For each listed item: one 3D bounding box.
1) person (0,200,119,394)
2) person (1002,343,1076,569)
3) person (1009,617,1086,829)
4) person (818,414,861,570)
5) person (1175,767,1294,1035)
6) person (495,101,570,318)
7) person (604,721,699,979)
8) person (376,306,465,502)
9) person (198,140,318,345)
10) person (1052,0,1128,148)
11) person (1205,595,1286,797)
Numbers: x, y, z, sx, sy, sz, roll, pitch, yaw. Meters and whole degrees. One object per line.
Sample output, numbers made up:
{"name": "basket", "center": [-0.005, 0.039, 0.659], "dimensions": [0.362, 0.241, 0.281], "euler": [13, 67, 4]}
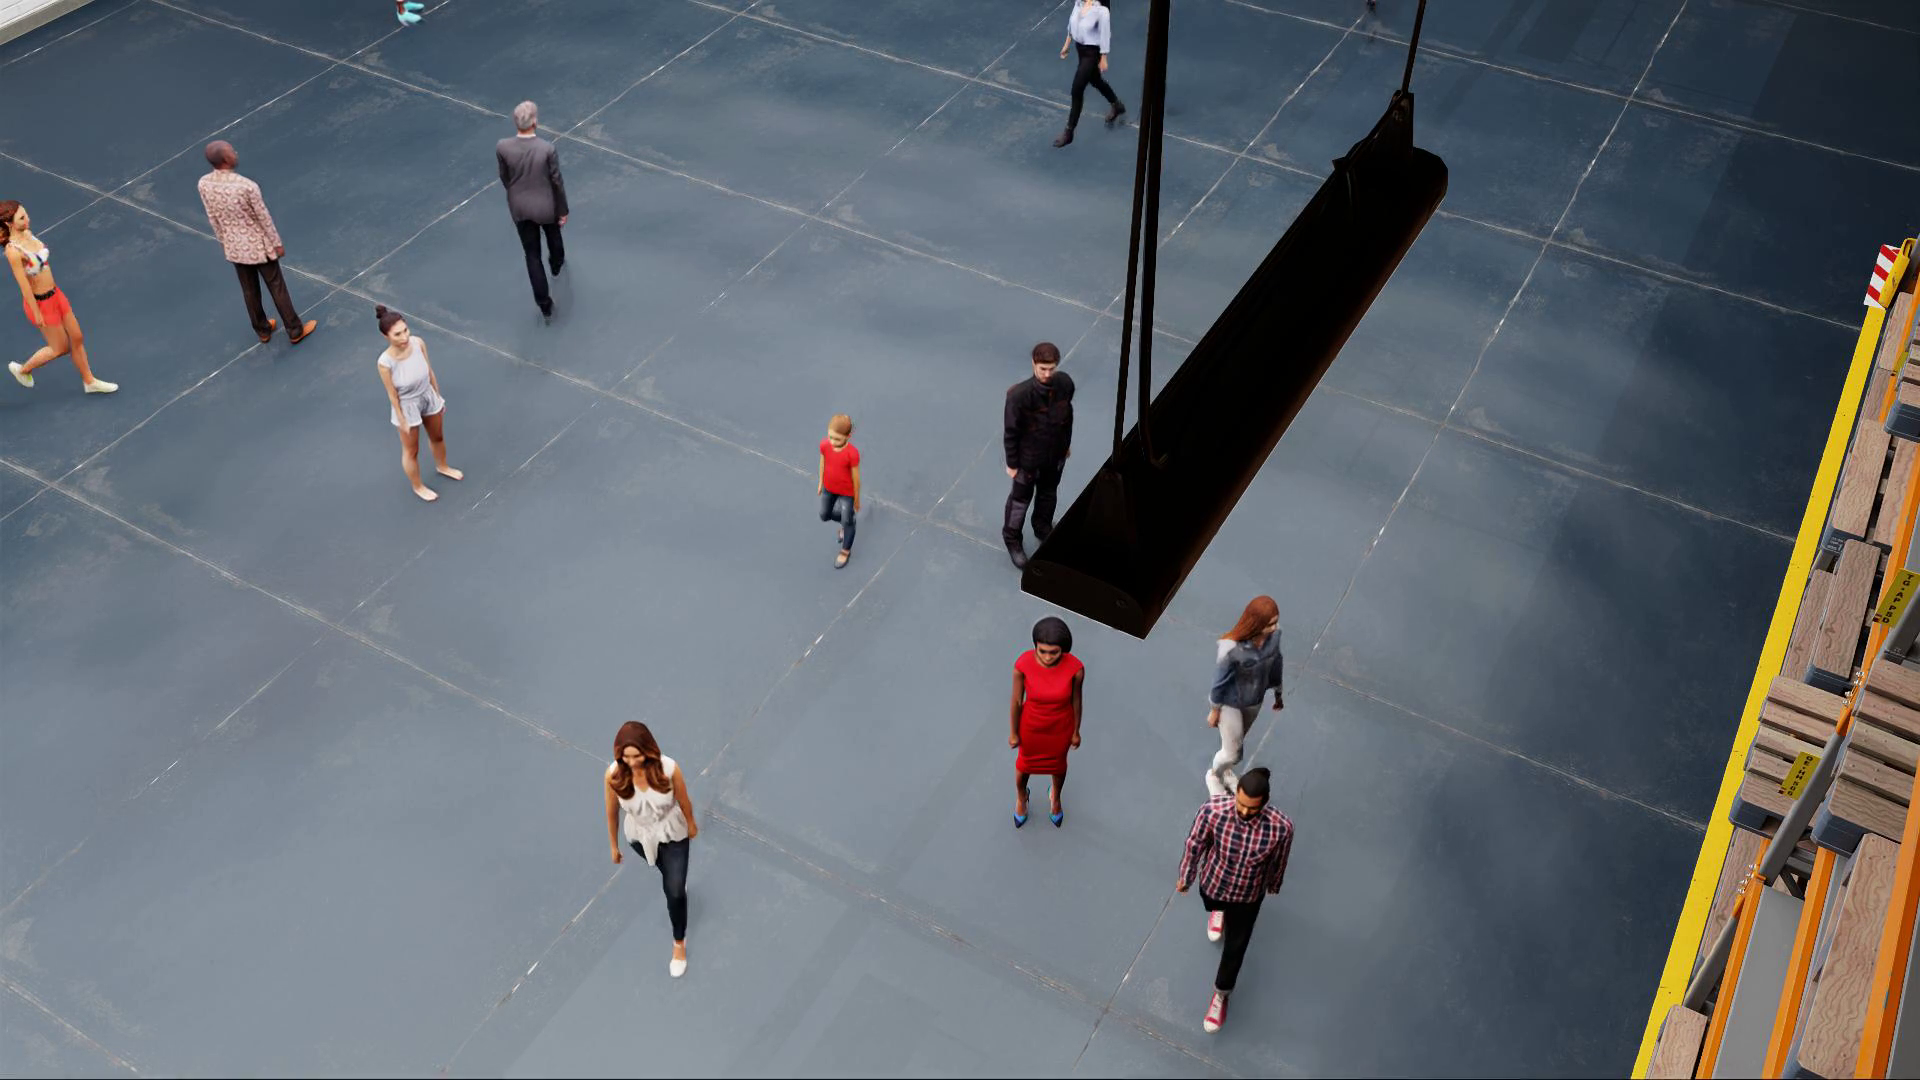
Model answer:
{"name": "person", "center": [-7.147, -1.820, 12.847], "dimensions": [0.968, 1.776, 0.965], "euler": [-7, 44, -7]}
{"name": "person", "center": [0.541, -0.618, 11.540], "dimensions": [0.701, 1.839, 0.857], "euler": [-24, 48, -23]}
{"name": "person", "center": [0.510, 1.092, 9.815], "dimensions": [0.650, 1.743, 0.655], "euler": [1, 44, 1]}
{"name": "person", "center": [-0.811, -0.395, 11.693], "dimensions": [0.499, 1.305, 0.590], "euler": [21, 47, 20]}
{"name": "person", "center": [1.506, 1.790, 9.086], "dimensions": [0.859, 1.738, 1.192], "euler": [14, 45, 14]}
{"name": "person", "center": [-3.525, -2.693, 13.766], "dimensions": [1.162, 1.774, 1.300], "euler": [-5, 44, -5]}
{"name": "person", "center": [-1.689, 1.557, 9.317], "dimensions": [0.882, 1.756, 1.024], "euler": [0, 44, 0]}
{"name": "person", "center": [-3.973, -1.001, 12.109], "dimensions": [0.621, 1.610, 0.453], "euler": [24, 49, 23]}
{"name": "person", "center": [-5.728, -2.379, 13.411], "dimensions": [0.758, 1.808, 0.726], "euler": [6, 44, 7]}
{"name": "person", "center": [1.304, -4.625, 15.844], "dimensions": [1.248, 1.704, 1.037], "euler": [-21, 48, -21]}
{"name": "person", "center": [1.641, 0.907, 10.044], "dimensions": [0.652, 1.694, 0.781], "euler": [-24, 49, -23]}
